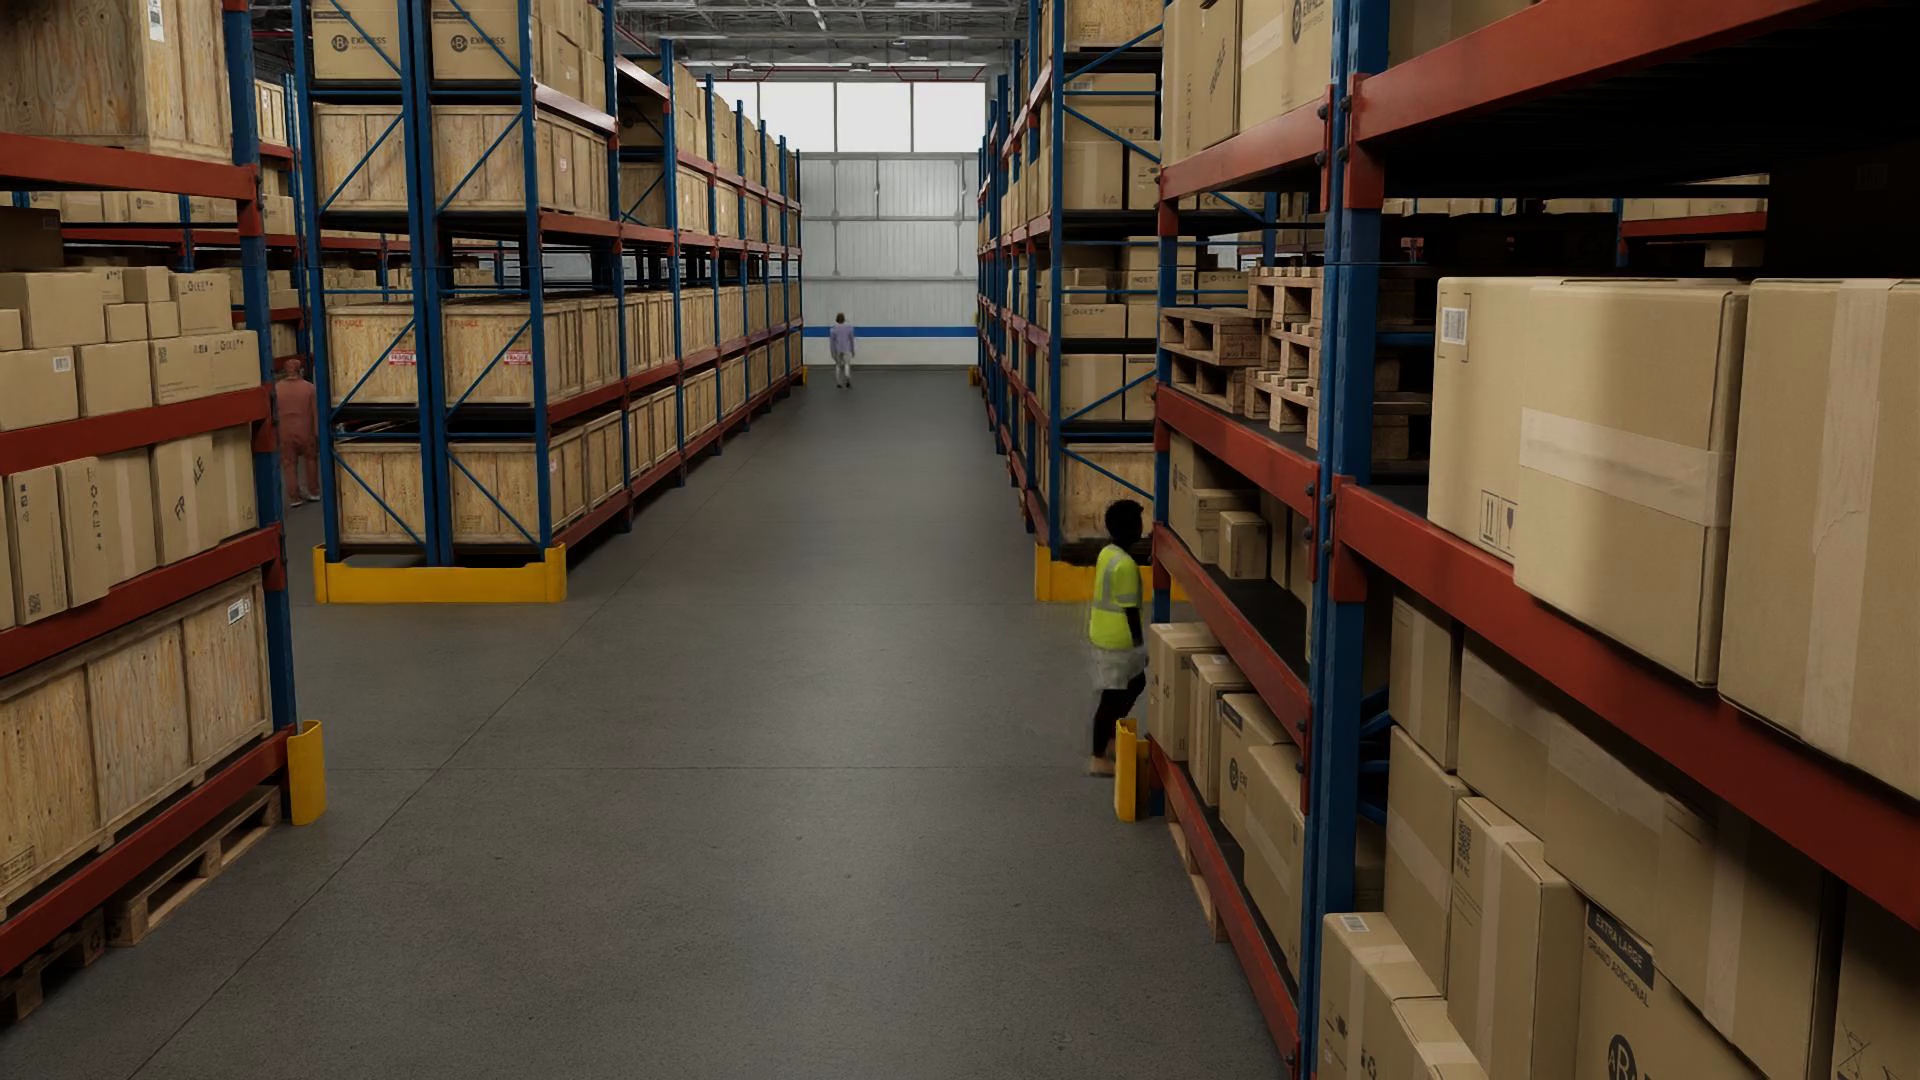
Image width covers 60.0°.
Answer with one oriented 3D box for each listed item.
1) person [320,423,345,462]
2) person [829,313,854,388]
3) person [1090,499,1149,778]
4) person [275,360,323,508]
[{"bbox_3d":[-9.928,-2.091,26.163,0.321,1.741,0.491,4,10,21],"label":"person"},{"bbox_3d":[-3.010,-4.814,42.305,0.646,1.920,0.482,-2,9,-9],"label":"person"},{"bbox_3d":[0.963,0.594,9.898,0.443,1.682,0.539,0,9,-3],"label":"person"},{"bbox_3d":[-8.502,-1.382,21.404,0.670,1.865,0.918,-1,9,-8],"label":"person"}]
